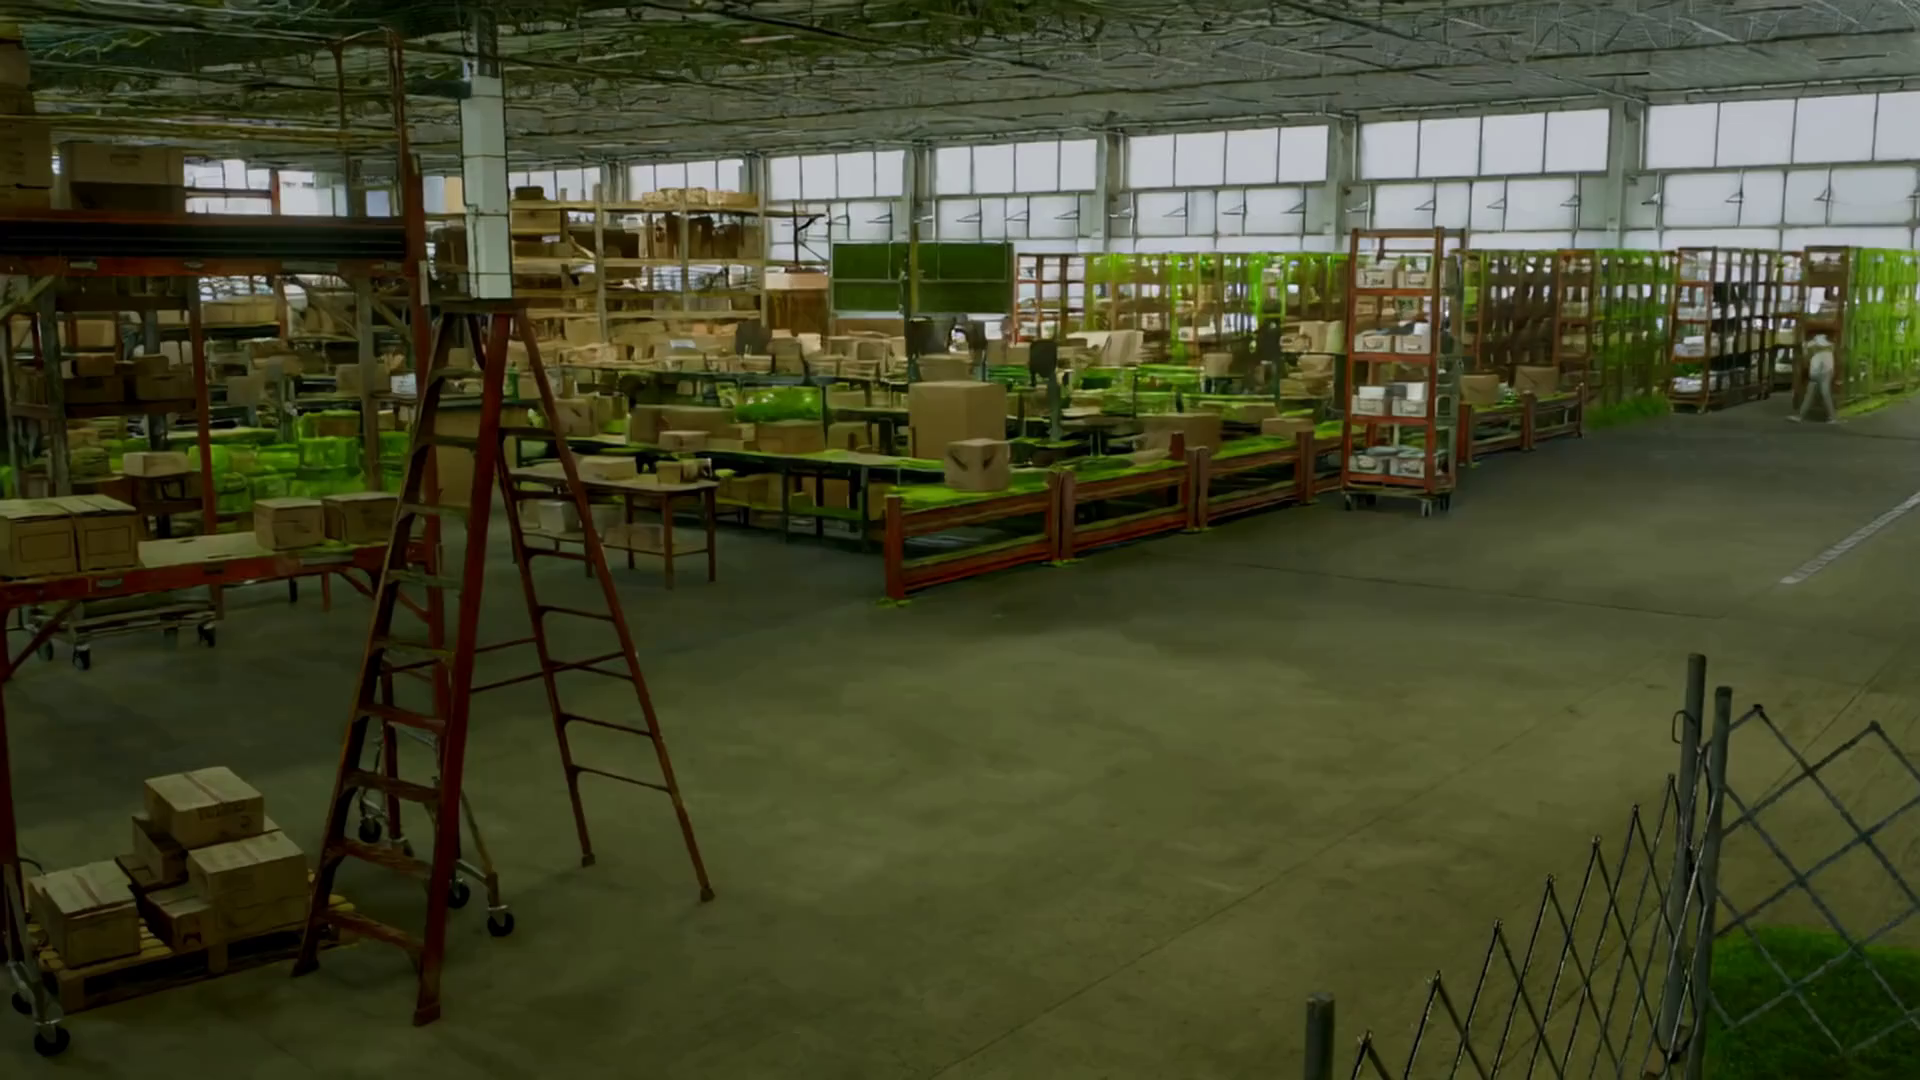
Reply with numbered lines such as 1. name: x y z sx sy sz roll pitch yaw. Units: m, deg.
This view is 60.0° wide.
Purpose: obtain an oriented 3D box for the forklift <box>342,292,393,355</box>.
1. forklift: -16.485 -5.622 45.120 1.129 2.768 1.873 7 11 37

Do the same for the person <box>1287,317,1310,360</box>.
1. person: 9.326 -5.298 46.014 0.613 1.953 1.011 6 11 33

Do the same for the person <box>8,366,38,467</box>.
1. person: -12.002 -1.303 21.308 0.323 1.870 0.518 -4 10 -24

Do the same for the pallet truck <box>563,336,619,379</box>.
1. pallet truck: -10.690 -5.294 48.215 1.601 1.201 0.680 -5 10 -26

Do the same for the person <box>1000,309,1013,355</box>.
1. person: 1.729 -7.708 61.710 0.480 1.734 0.333 2 9 12

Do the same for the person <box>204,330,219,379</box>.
1. person: -18.222 -4.308 40.714 0.531 1.664 0.796 8 12 42

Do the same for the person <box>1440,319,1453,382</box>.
1. person: 13.602 -5.272 46.290 0.591 1.793 0.955 -9 13 -44

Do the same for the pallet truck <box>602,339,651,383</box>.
1. pallet truck: -8.991 -4.871 45.351 0.653 1.274 1.630 7 11 37

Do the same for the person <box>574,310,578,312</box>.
1. person: -16.001 -9.142 70.109 0.613 1.909 0.527 3 10 19

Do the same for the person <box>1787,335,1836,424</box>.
1. person: 17.316 -3.234 33.615 0.924 1.781 0.591 0 9 -1

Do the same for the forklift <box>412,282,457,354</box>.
1. forklift: -15.706 -6.528 50.774 1.129 2.768 1.873 7 11 36

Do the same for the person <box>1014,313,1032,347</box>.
1. person: 1.901 -5.866 49.865 0.651 1.857 0.994 3 10 17
